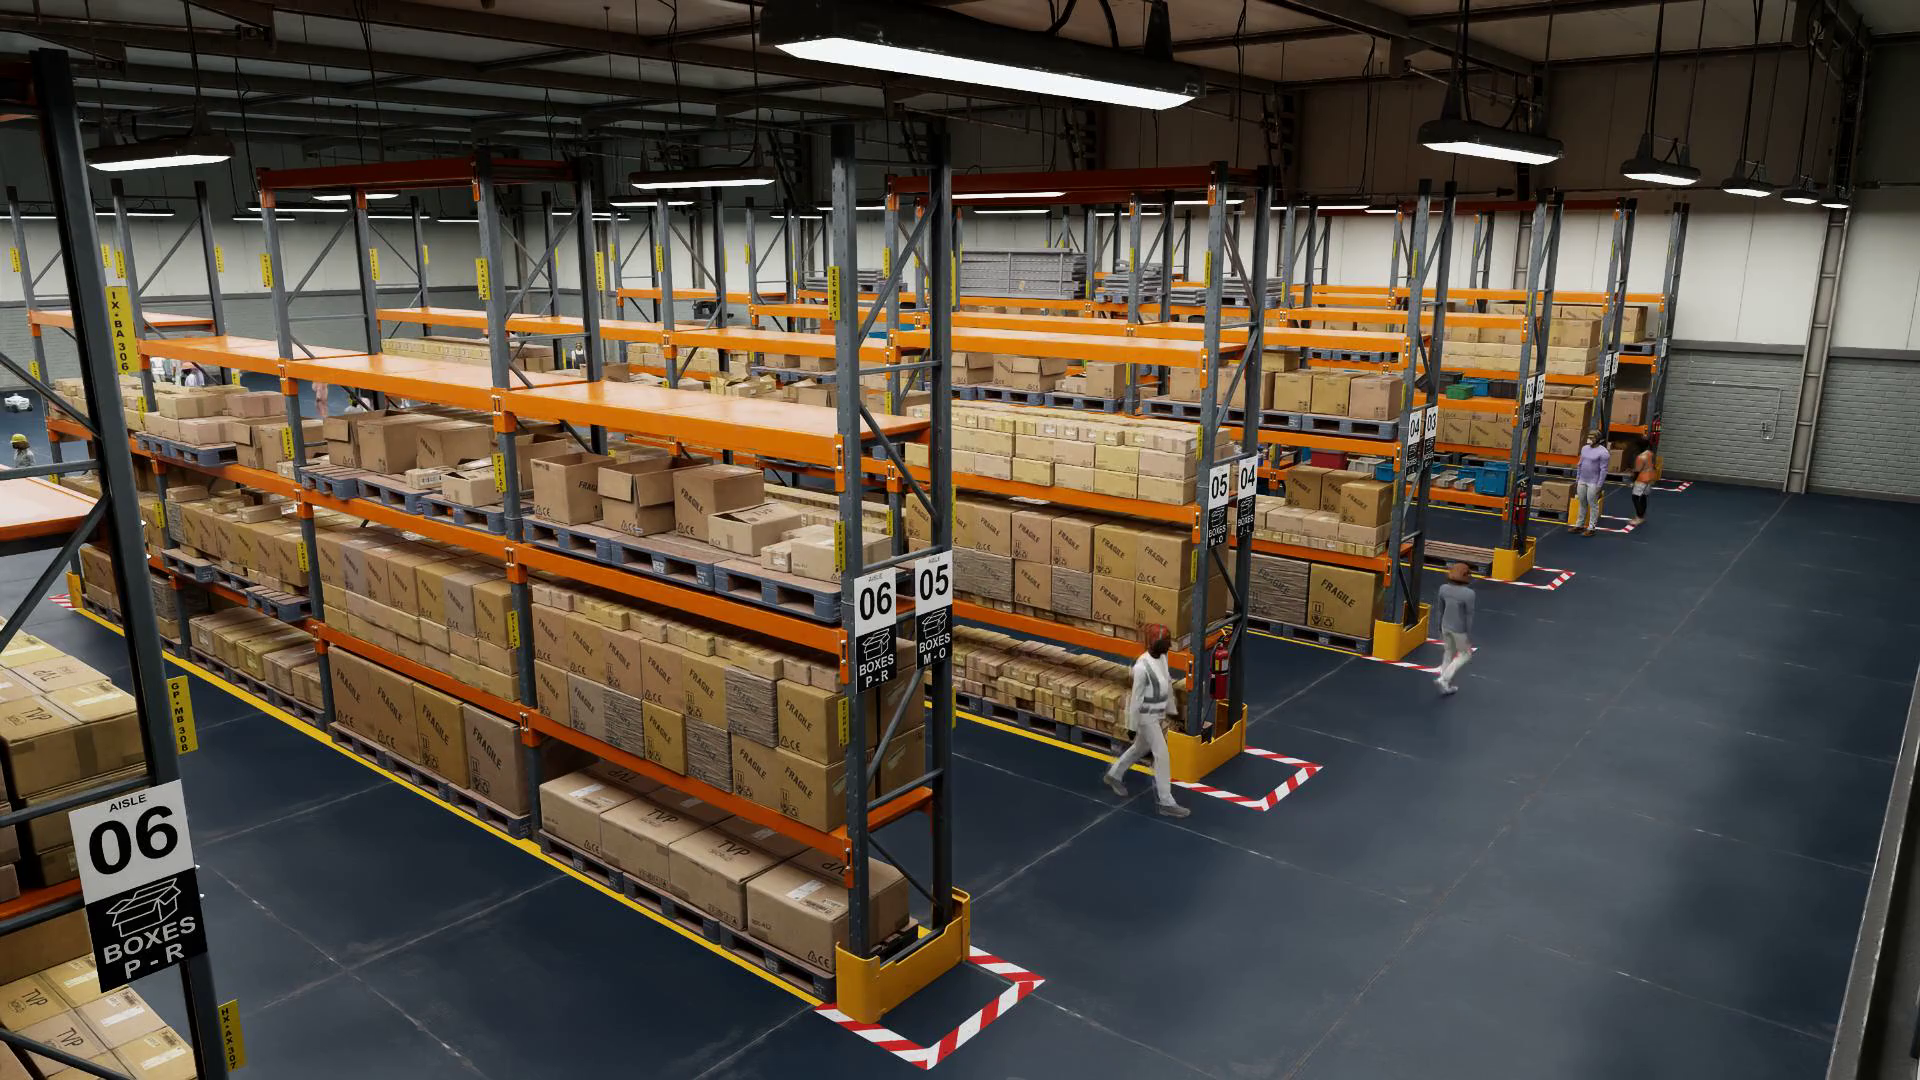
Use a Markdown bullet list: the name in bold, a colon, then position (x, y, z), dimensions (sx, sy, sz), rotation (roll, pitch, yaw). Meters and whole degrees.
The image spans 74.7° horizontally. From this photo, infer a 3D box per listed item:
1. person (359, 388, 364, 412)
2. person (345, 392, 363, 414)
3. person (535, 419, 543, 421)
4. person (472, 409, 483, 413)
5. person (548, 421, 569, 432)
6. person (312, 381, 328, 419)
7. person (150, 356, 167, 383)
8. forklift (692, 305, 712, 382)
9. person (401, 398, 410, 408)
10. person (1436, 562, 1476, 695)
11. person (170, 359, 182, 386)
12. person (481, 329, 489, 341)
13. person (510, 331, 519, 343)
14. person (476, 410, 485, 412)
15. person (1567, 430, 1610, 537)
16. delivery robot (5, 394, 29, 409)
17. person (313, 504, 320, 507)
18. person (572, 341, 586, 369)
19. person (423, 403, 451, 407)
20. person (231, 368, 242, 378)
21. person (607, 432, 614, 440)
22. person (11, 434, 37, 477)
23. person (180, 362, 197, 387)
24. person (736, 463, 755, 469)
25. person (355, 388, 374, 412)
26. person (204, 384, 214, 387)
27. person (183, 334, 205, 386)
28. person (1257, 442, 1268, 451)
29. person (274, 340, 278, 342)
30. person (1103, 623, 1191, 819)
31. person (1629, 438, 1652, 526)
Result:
- **person**: position (-18.107, -4.679, 38.281), dimensions (0.538, 1.726, 0.893), rotation (-2, 14, -7)
- **person**: position (-13.973, -2.502, 29.066), dimensions (0.752, 1.854, 0.512), rotation (3, 14, 12)
- **person**: position (-9.653, -2.600, 29.438), dimensions (0.585, 1.868, 0.456), rotation (1, 14, 3)
- **person**: position (-13.654, -4.038, 35.640), dimensions (0.811, 1.717, 0.572), rotation (-7, 16, -28)
- **person**: position (-8.934, -2.361, 28.201), dimensions (0.388, 1.987, 0.608), rotation (7, 15, 25)
- **person**: position (-18.100, -4.112, 35.581), dimensions (0.458, 1.893, 0.681), rotation (-6, 15, -23)
- **person**: position (-26.895, -5.568, 42.214), dimensions (0.861, 1.594, 0.515), rotation (11, 18, 39)
- **forklift**: position (-9.511, -7.392, 47.124), dimensions (1.873, 2.768, 1.129), rotation (11, 17, 38)
- **person**: position (-17.450, -5.015, 39.303), dimensions (0.666, 1.892, 0.597), rotation (-7, 15, -27)
- **person**: position (5.829, 1.061, 14.868), dimensions (0.411, 1.617, 0.510), rotation (-7, 15, -27)
- **person**: position (-25.080, -5.235, 40.267), dimensions (0.328, 1.872, 0.513), rotation (-3, 14, -14)
- **person**: position (-17.828, -7.027, 47.611), dimensions (0.984, 1.896, 0.564), rotation (11, 17, 38)
- **person**: position (-17.571, -7.491, 49.605), dimensions (0.428, 1.842, 0.631), rotation (3, 14, 13)
- **person**: position (-14.714, -4.877, 38.725), dimensions (0.635, 1.899, 0.617), rotation (3, 14, 10)
- **person**: position (11.444, -1.043, 22.881), dimensions (0.372, 1.940, 0.631), rotation (-4, 14, -18)
- **delivery robot**: position (-29.197, -4.282, 38.982), dimensions (0.707, 0.478, 0.477), rotation (6, 15, 23)
- **person**: position (-11.810, -0.902, 22.888), dimensions (0.876, 1.651, 0.541), rotation (-7, 15, -25)
- **person**: position (-12.855, -5.799, 42.639), dimensions (0.506, 1.846, 0.345), rotation (-6, 15, -25)
- **person**: position (-12.383, -2.752, 29.975), dimensions (0.645, 1.907, 0.400), rotation (-10, 17, -37)
- **person**: position (-23.931, -5.515, 41.434), dimensions (0.548, 1.859, 0.385), rotation (1, 14, 3)
- **person**: position (-7.402, -1.706, 26.274), dimensions (0.545, 1.617, 0.568), rotation (3, 14, 14)
- **person**: position (-17.538, -1.131, 23.647), dimensions (0.484, 1.745, 0.297), rotation (6, 15, 22)
- **person**: position (-21.404, -4.025, 35.221), dimensions (0.905, 1.906, 0.552), rotation (-10, 17, -35)
- **person**: position (-4.778, -2.150, 27.523), dimensions (0.858, 1.908, 0.629), rotation (8, 16, 30)
- **person**: position (-16.484, -4.014, 35.085), dimensions (0.631, 1.957, 0.948), rotation (-10, 17, -35)
- **person**: position (-18.343, -2.954, 31.051), dimensions (0.634, 1.800, 0.954), rotation (5, 15, 21)
- **person**: position (-27.596, -6.467, 45.280), dimensions (0.402, 1.900, 0.665), rotation (11, 17, 37)
- **person**: position (6.269, -1.812, 26.334), dimensions (0.955, 1.790, 0.588), rotation (13, 19, 43)
- **person**: position (-24.957, -6.768, 46.428), dimensions (0.542, 1.939, 0.362), rotation (-4, 14, -17)
- **person**: position (1.774, 1.657, 12.006), dimensions (0.938, 1.841, 0.561), rotation (7, 15, 26)
- **person**: position (12.854, -1.112, 23.738), dimensions (0.632, 1.669, 0.318), rotation (-12, 18, -41)
